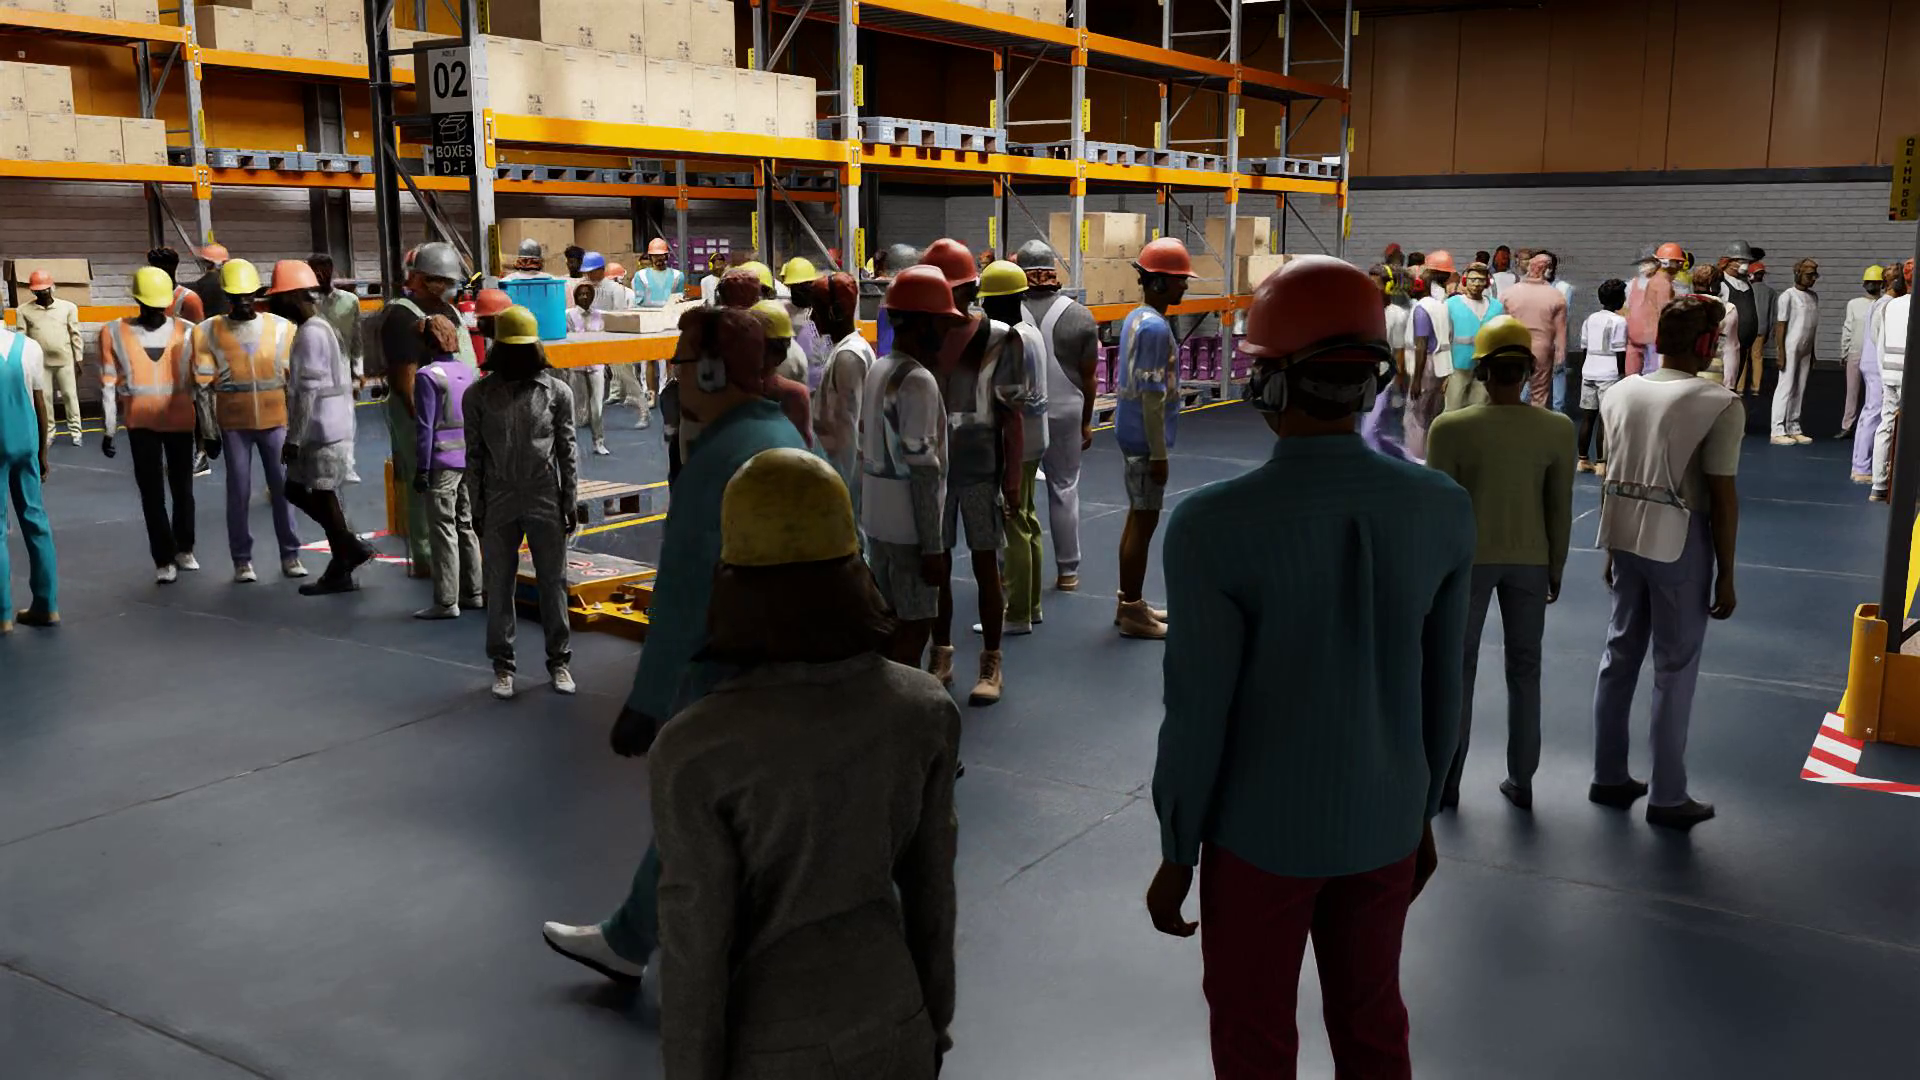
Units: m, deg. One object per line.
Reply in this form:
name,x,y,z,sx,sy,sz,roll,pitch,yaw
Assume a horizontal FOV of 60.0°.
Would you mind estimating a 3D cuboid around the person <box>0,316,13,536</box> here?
person,-6.729,-0.966,11.241,0.641,1.953,0.397,-2,10,-11

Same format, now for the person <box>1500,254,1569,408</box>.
person,5.449,-1.773,15.858,0.678,1.888,0.618,6,12,29

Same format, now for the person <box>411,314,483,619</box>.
person,-2.762,-0.396,8.966,0.318,1.631,0.524,2,10,11

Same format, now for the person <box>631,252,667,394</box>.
person,-4.070,-2.841,21.886,0.510,1.861,0.313,0,10,-1

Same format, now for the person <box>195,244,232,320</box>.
person,-7.986,-2.172,17.845,0.619,1.981,0.504,7,13,35

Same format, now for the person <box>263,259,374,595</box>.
person,-3.671,-0.622,9.432,0.435,1.913,0.540,-5,11,-24

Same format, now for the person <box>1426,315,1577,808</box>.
person,1.902,0.085,5.944,0.525,1.760,0.340,1,10,4

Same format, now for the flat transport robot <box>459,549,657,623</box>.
flat transport robot,-2.226,0.222,9.305,1.431,0.197,0.652,10,14,43

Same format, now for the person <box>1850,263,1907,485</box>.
person,7.674,-1.375,13.823,0.345,1.838,0.507,4,11,19

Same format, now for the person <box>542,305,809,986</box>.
person,-0.644,0.342,4.251,0.988,1.857,0.643,1,10,4

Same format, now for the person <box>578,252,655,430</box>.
person,-3.776,-2.116,17.803,0.803,1.896,0.557,6,12,31

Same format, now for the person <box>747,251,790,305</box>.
person,-2.006,-1.935,16.692,0.669,1.915,0.480,0,10,-3

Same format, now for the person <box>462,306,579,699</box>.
person,-1.929,-0.159,7.360,0.484,1.738,0.321,-3,11,-15

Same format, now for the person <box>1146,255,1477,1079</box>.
person,0.612,0.504,2.967,0.612,1.995,0.376,-4,11,-22

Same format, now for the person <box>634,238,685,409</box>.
person,-3.591,-2.588,19.965,0.615,2.043,0.373,-3,11,-15

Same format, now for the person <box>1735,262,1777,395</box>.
person,10.357,-2.759,21.761,0.577,1.736,0.355,-3,11,-14

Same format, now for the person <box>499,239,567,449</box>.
person,-4.136,-1.891,16.107,0.688,2.000,0.537,-2,10,-13

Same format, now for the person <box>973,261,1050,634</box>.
person,0.256,-0.467,8.565,0.393,1.918,0.585,2,10,13

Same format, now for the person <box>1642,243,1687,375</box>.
person,7.288,-2.086,17.319,0.394,1.990,0.618,2,10,9

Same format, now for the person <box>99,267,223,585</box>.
person,-4.741,-0.677,9.886,0.642,1.853,0.943,-6,12,-28

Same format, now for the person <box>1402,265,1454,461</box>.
person,3.723,-1.284,13.355,0.445,1.829,0.611,5,11,24

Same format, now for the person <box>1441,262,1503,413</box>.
person,4.248,-1.394,13.908,0.564,1.841,0.394,-3,11,-17

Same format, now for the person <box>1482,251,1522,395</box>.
person,7.030,-2.822,21.707,0.576,1.882,0.355,-2,10,-11

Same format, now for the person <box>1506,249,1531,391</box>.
person,7.450,-2.916,22.163,0.646,1.907,0.401,-6,12,-31

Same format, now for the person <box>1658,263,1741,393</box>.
person,5.757,-1.221,12.949,0.429,1.841,0.633,-8,13,-36

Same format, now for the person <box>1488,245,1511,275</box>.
person,8.791,-3.832,27.149,0.379,1.940,0.629,10,14,43

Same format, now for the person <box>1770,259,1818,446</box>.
person,8.281,-1.851,16.467,0.501,1.840,0.346,-5,12,-27

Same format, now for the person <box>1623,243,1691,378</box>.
person,7.308,-2.141,17.494,0.634,2.000,0.734,-10,14,-43

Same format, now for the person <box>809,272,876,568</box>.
person,-0.536,-0.295,7.726,0.371,1.878,0.588,0,10,-2

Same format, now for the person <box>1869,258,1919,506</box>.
person,7.254,-1.200,12.722,0.355,1.882,0.576,-2,10,-10

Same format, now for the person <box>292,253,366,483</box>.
person,-5.260,-1.415,13.818,0.598,1.915,0.378,-6,12,-28

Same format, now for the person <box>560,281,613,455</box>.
person,-3.522,-1.607,15.641,0.512,1.642,0.311,-5,11,-27

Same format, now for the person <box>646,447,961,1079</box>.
person,-0.222,0.736,2.385,0.488,1.741,0.316,-7,13,-36

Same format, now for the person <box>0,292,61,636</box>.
person,-4.936,-0.428,8.565,0.342,1.839,0.503,6,12,29

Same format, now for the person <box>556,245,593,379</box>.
person,-4.386,-2.394,19.107,0.613,1.960,0.367,1,10,6

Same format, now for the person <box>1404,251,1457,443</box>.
person,4.737,-1.913,16.561,0.615,1.913,0.541,-5,11,-25

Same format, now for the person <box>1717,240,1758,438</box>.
person,7.817,-2.034,16.901,0.681,2.000,0.535,-6,12,-30

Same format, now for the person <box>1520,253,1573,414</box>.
person,6.379,-2.198,18.279,0.975,1.866,0.591,-7,12,-33

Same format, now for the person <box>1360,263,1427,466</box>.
person,3.244,-1.169,12.635,0.698,1.852,0.530,-2,11,-13

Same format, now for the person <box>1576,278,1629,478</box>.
person,5.528,-1.387,14.261,0.317,1.697,0.540,-3,11,-14

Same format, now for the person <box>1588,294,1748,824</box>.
person,2.440,0.070,5.801,0.392,1.838,0.561,-5,11,-25

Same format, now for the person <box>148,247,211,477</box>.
person,-6.721,-1.521,14.260,0.610,1.964,0.366,5,11,27

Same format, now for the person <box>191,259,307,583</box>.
person,-4.205,-0.700,9.879,0.591,1.912,0.399,-7,12,-34

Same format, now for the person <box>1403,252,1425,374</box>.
person,6.890,-3.433,25.255,0.464,1.838,0.649,2,10,10

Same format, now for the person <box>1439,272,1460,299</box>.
person,6.241,-2.643,21.453,0.335,1.621,0.548,10,14,42

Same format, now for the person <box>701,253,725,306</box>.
person,-3.205,-2.891,22.181,0.350,1.856,0.523,9,14,42

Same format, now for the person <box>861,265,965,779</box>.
person,-0.170,-0.054,6.236,0.387,1.931,0.543,-4,11,-19

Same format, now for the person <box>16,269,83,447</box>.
person,-8.913,-1.774,16.306,0.573,1.737,0.354,-5,11,-24

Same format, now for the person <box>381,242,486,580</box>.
person,-3.079,-0.756,9.817,0.556,2.000,0.715,3,11,15

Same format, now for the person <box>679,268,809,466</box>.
person,-1.018,-0.310,7.759,0.658,1.896,0.402,-8,13,-38

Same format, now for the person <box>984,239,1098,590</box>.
person,0.449,-0.725,9.645,0.679,2.000,0.535,0,10,1

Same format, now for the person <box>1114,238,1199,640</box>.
person,0.996,-0.511,8.495,0.409,2.035,0.610,0,10,-1

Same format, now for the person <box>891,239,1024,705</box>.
person,-0.028,-0.289,7.282,0.617,2.028,0.410,3,11,17

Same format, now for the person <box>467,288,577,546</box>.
person,-2.704,-0.667,10.160,0.540,1.733,0.581,-5,11,-24

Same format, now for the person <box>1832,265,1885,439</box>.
person,9.150,-1.875,16.773,0.309,1.772,0.525,-9,13,-40

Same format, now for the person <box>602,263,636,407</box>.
person,-4.178,-2.498,20.294,0.561,1.742,0.337,6,12,31

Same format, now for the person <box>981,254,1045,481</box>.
person,0.492,-1.445,14.018,0.642,1.906,0.410,8,13,38
